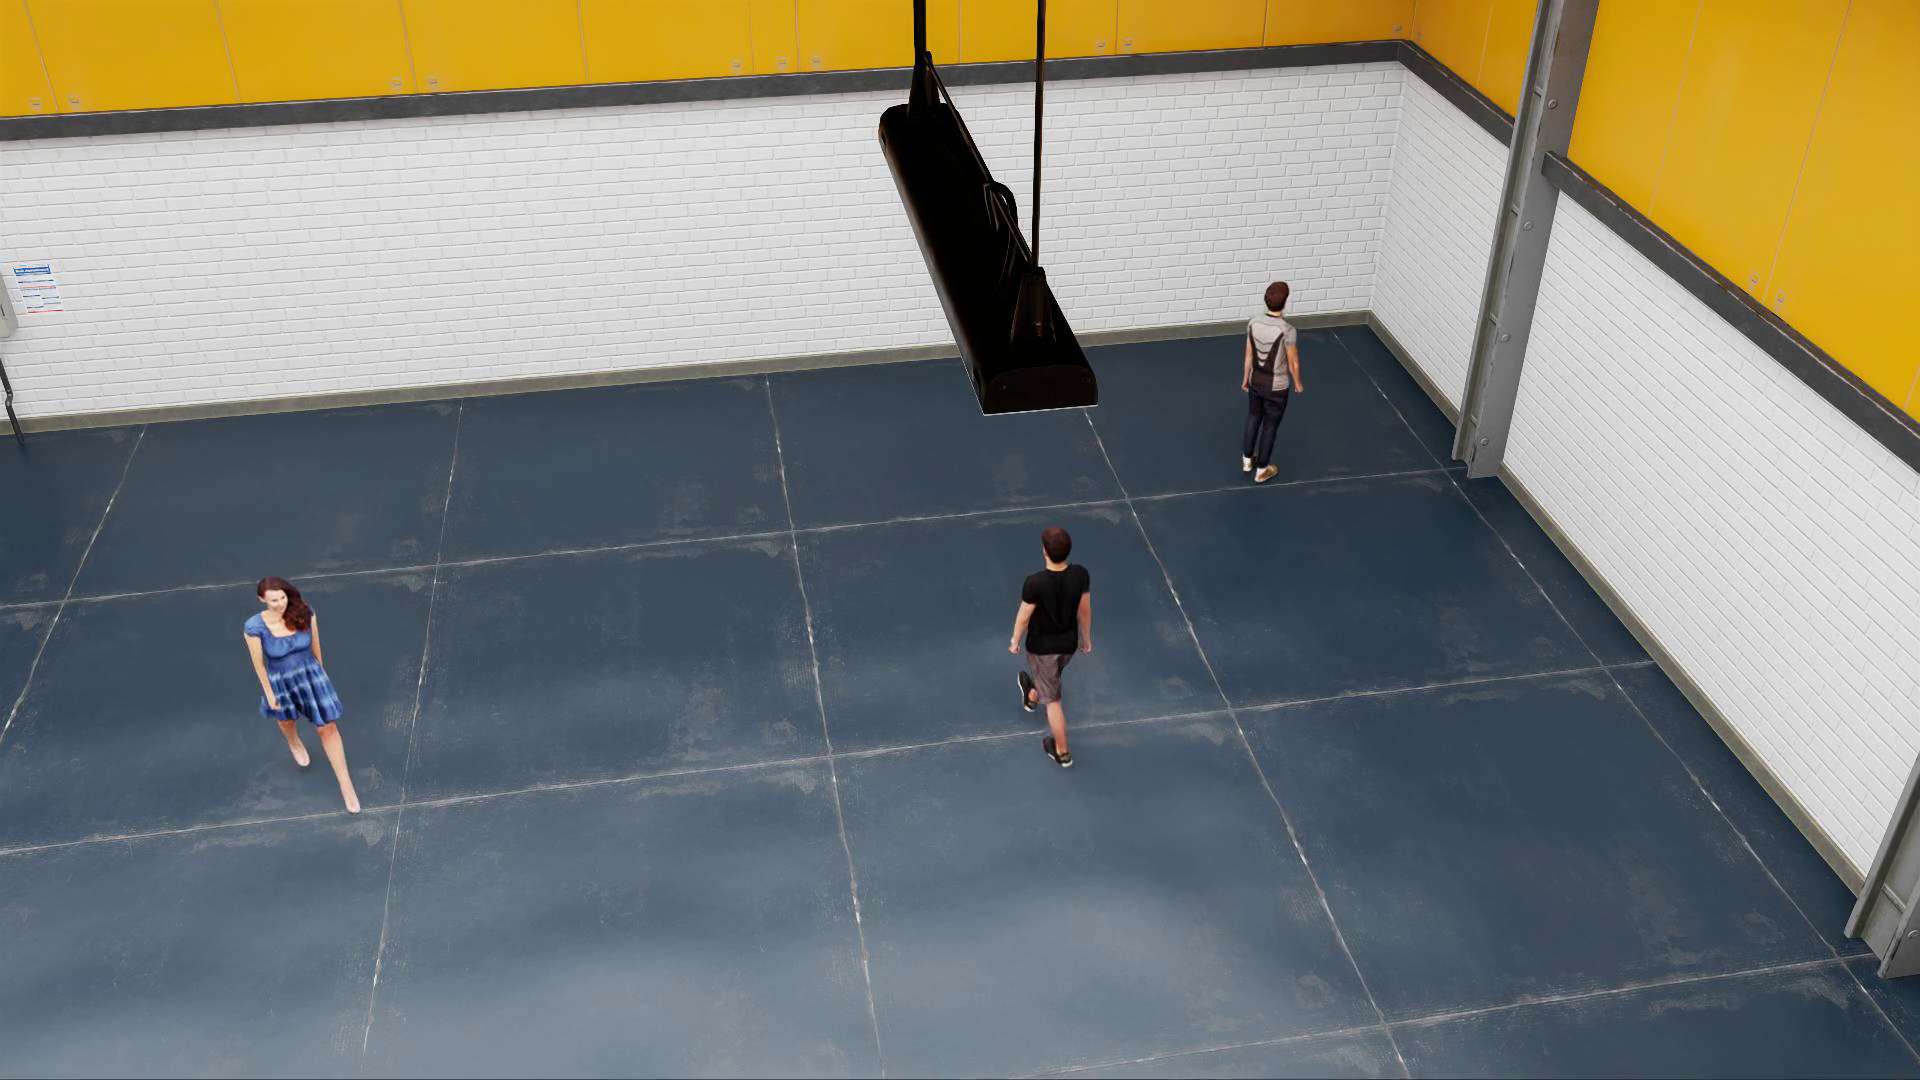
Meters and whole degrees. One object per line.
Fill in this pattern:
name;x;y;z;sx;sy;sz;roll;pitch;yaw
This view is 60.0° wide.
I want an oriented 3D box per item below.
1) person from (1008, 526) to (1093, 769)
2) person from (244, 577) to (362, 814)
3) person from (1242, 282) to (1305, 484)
person;0.679;0.780;11.510;0.919;1.823;1.220;-16;37;-22
person;-4.531;0.983;11.262;0.960;1.758;1.250;-21;39;-28
person;2.726;-1.368;14.686;0.765;1.885;0.837;25;41;32
